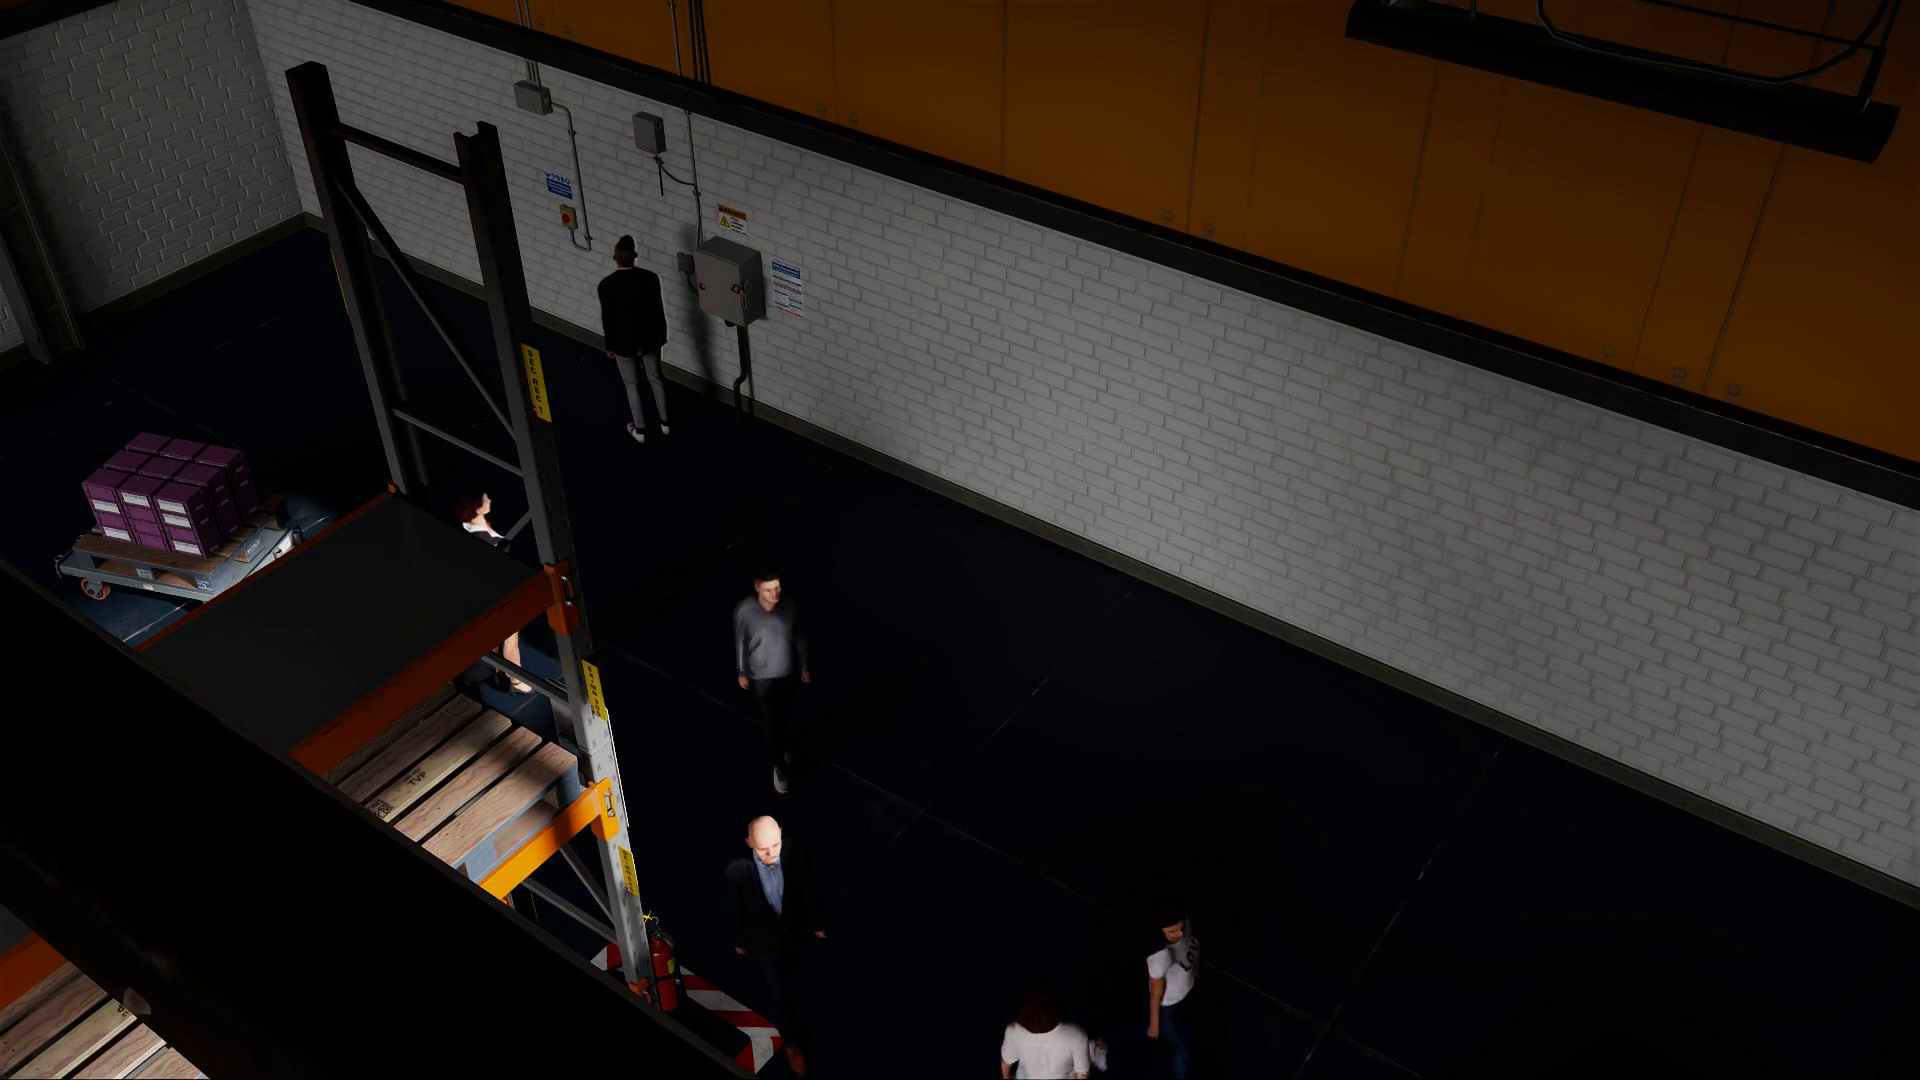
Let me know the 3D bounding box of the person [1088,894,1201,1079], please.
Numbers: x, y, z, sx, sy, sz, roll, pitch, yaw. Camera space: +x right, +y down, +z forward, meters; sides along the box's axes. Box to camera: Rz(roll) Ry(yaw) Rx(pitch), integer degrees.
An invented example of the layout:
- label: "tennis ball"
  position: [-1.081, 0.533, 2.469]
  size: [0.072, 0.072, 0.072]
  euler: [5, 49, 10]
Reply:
- label: "person"
  position: [1.049, 2.485, 9.046]
  size: [0.906, 1.741, 1.081]
  euler: [8, 39, 10]

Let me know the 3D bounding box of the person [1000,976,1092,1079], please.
- label: "person"
  position: [0.417, 2.875, 8.528]
  size: [0.702, 1.779, 0.682]
  euler: [11, 40, 13]

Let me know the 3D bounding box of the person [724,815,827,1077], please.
- label: "person"
  position: [-1.065, 2.145, 9.443]
  size: [1.190, 1.778, 1.112]
  euler: [-16, 41, -19]

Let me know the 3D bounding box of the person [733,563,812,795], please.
- label: "person"
  position: [-1.283, 0.810, 11.141]
  size: [0.867, 1.744, 0.894]
  euler: [-16, 41, -19]

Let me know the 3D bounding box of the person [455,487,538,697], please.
- label: "person"
  position: [-3.261, 0.373, 11.647]
  size: [0.611, 1.795, 0.536]
  euler: [32, 48, 33]

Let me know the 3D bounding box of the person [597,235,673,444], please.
- label: "person"
  position: [-2.756, -1.727, 14.153]
  size: [0.713, 1.949, 0.857]
  euler: [-18, 42, -21]
